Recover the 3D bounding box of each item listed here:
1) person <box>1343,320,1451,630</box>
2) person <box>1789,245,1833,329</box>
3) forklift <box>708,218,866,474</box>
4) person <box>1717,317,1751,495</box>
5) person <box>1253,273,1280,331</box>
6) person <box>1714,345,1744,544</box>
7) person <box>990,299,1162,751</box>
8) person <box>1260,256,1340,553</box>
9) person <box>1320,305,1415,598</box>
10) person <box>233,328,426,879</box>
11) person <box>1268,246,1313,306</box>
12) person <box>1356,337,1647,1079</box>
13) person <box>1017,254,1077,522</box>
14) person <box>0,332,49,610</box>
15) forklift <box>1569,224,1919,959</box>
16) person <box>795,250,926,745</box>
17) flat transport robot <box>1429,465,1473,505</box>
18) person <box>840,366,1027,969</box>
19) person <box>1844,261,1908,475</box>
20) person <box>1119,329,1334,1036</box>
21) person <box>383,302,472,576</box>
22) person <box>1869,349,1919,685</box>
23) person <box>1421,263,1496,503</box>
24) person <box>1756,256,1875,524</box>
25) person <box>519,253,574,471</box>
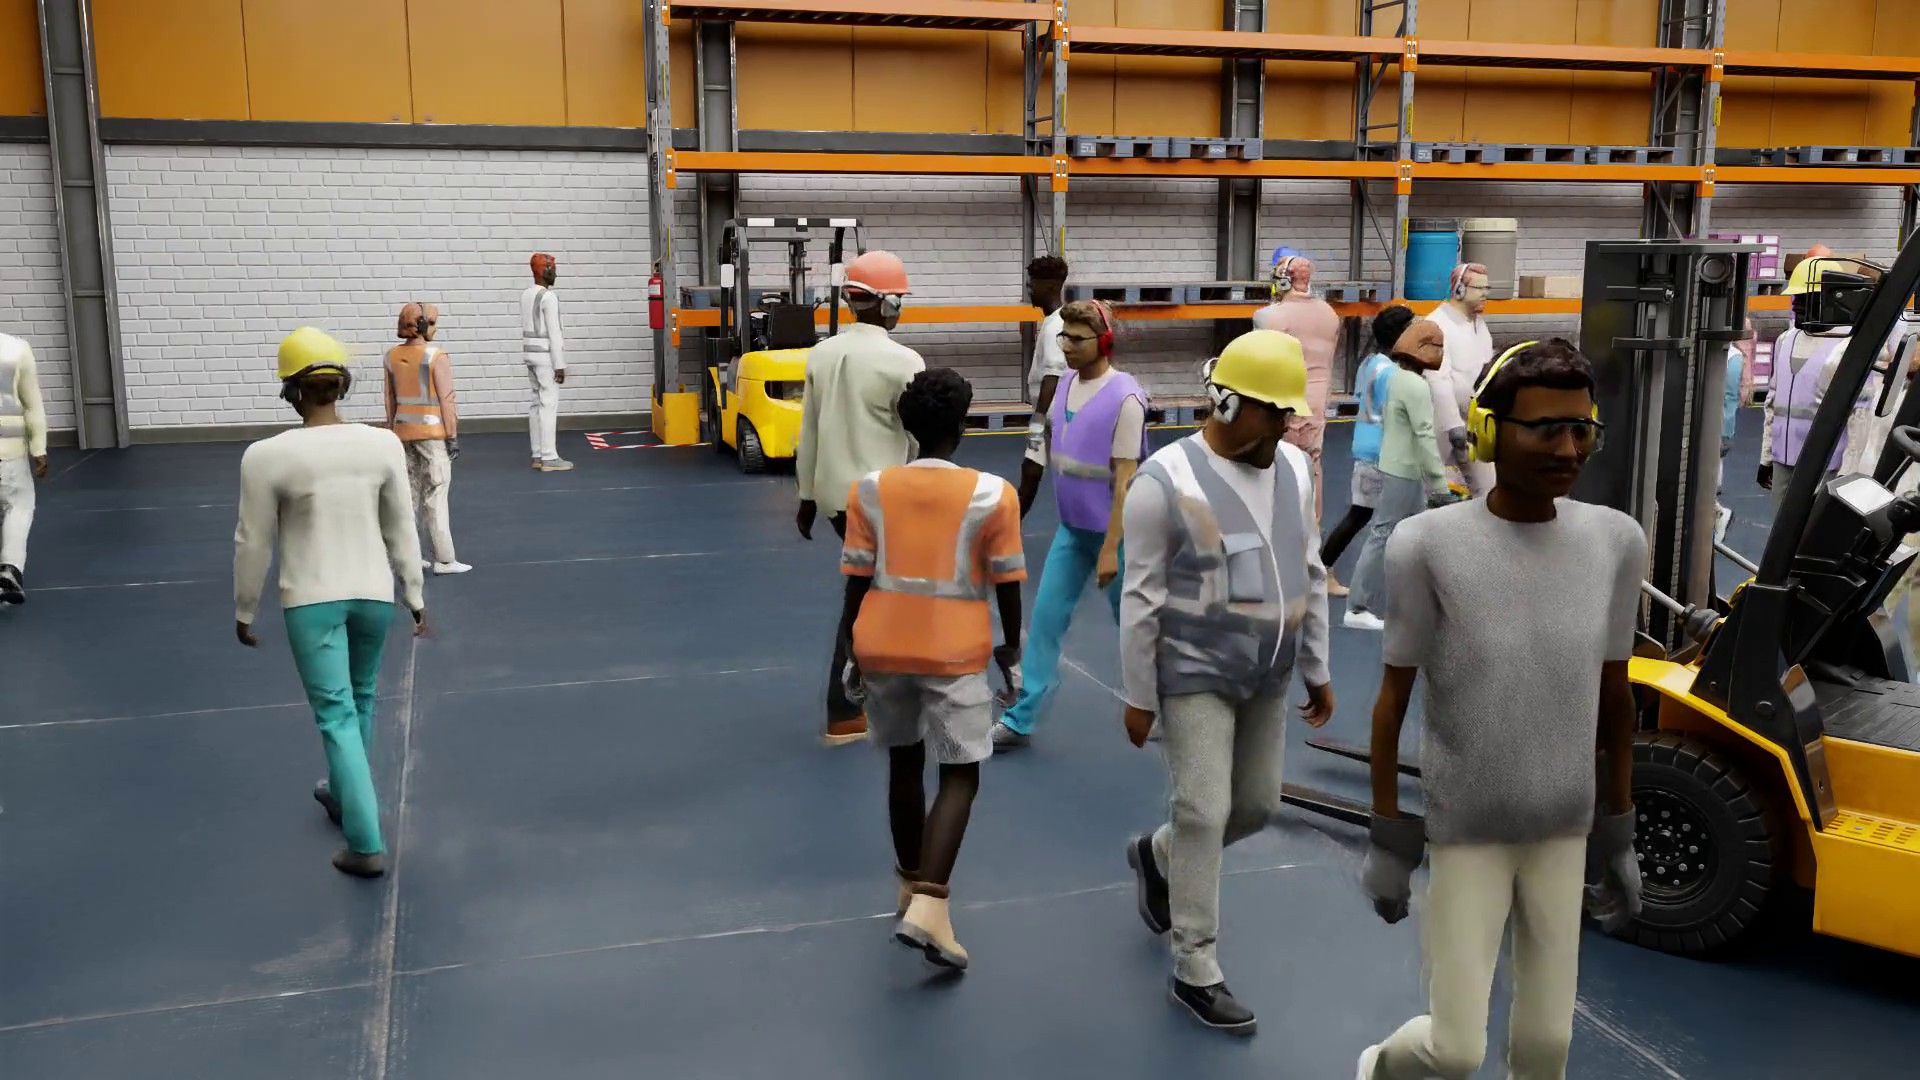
[{"bbox_3d":[2.365,-0.317,8.518,0.791,1.597,0.510,1,10,6],"label":"person"},{"bbox_3d":[8.398,-1.923,16.388,0.545,1.942,0.354,-1,10,-3],"label":"person"},{"bbox_3d":[-1.522,-1.778,14.899,1.214,2.155,2.313,-3,11,-17],"label":"forklift"},{"bbox_3d":[5.756,-1.171,12.805,0.670,1.742,0.547,-6,12,-28],"label":"person"},{"bbox_3d":[2.384,-1.116,12.334,0.560,1.819,0.948,6,12,31],"label":"person"},{"bbox_3d":[4.681,-0.671,10.403,0.551,1.620,0.517,-4,11,-19],"label":"person"},{"bbox_3d":[0.532,-0.047,6.529,0.983,1.798,0.568,-5,12,-27],"label":"person"},{"bbox_3d":[2.092,-0.839,10.561,0.646,1.907,0.402,-7,12,-34],"label":"person"},{"bbox_3d":[2.332,-0.466,9.249,0.814,1.661,0.537,2,11,12],"label":"person"},{"bbox_3d":[-2.082,0.183,5.423,0.550,1.727,0.866,-10,14,-44],"label":"person"},{"bbox_3d":[3.151,-1.873,16.139,0.453,1.929,0.646,-3,11,-17],"label":"person"},{"bbox_3d":[1.022,0.536,3.174,0.521,1.856,0.548,-2,10,-9],"label":"person"},{"bbox_3d":[0.535,-0.795,10.285,1.018,1.905,0.621,0,10,1],"label":"person"},{"bbox_3d":[-5.245,-0.504,8.933,0.617,1.818,0.431,-4,11,-23],"label":"person"},{"bbox_3d":[2.909,0.117,4.508,2.313,2.155,1.214,9,14,40],"label":"forklift"},{"bbox_3d":[-0.293,-0.186,6.812,0.659,1.957,0.883,10,14,42],"label":"person"},{"bbox_3d":[3.824,-0.388,12.551,0.652,0.197,1.431,-3,11,-17],"label":"flat transport robot"},{"bbox_3d":[-0.108,0.353,4.692,0.543,1.663,0.682,3,11,14],"label":"person"},{"bbox_3d":[6.652,-1.124,12.282,0.429,1.841,0.634,-8,13,-39],"label":"person"},{"bbox_3d":[0.650,0.330,4.450,0.617,1.796,0.662,-7,12,-33],"label":"person"},{"bbox_3d":[-3.218,-0.600,9.971,0.512,1.638,0.312,5,11,26],"label":"person"},{"bbox_3d":[4.238,-0.089,7.248,0.759,1.599,0.544,1,10,3],"label":"person"},{"bbox_3d":[3.011,-0.688,9.830,0.654,1.856,0.989,-8,13,-38],"label":"person"},{"bbox_3d":[4.135,-0.410,8.131,0.375,1.925,0.595,-3,11,-17],"label":"person"},{"bbox_3d":[-3.608,-1.542,14.469,0.367,1.882,0.584,-8,13,-36],"label":"person"}]
